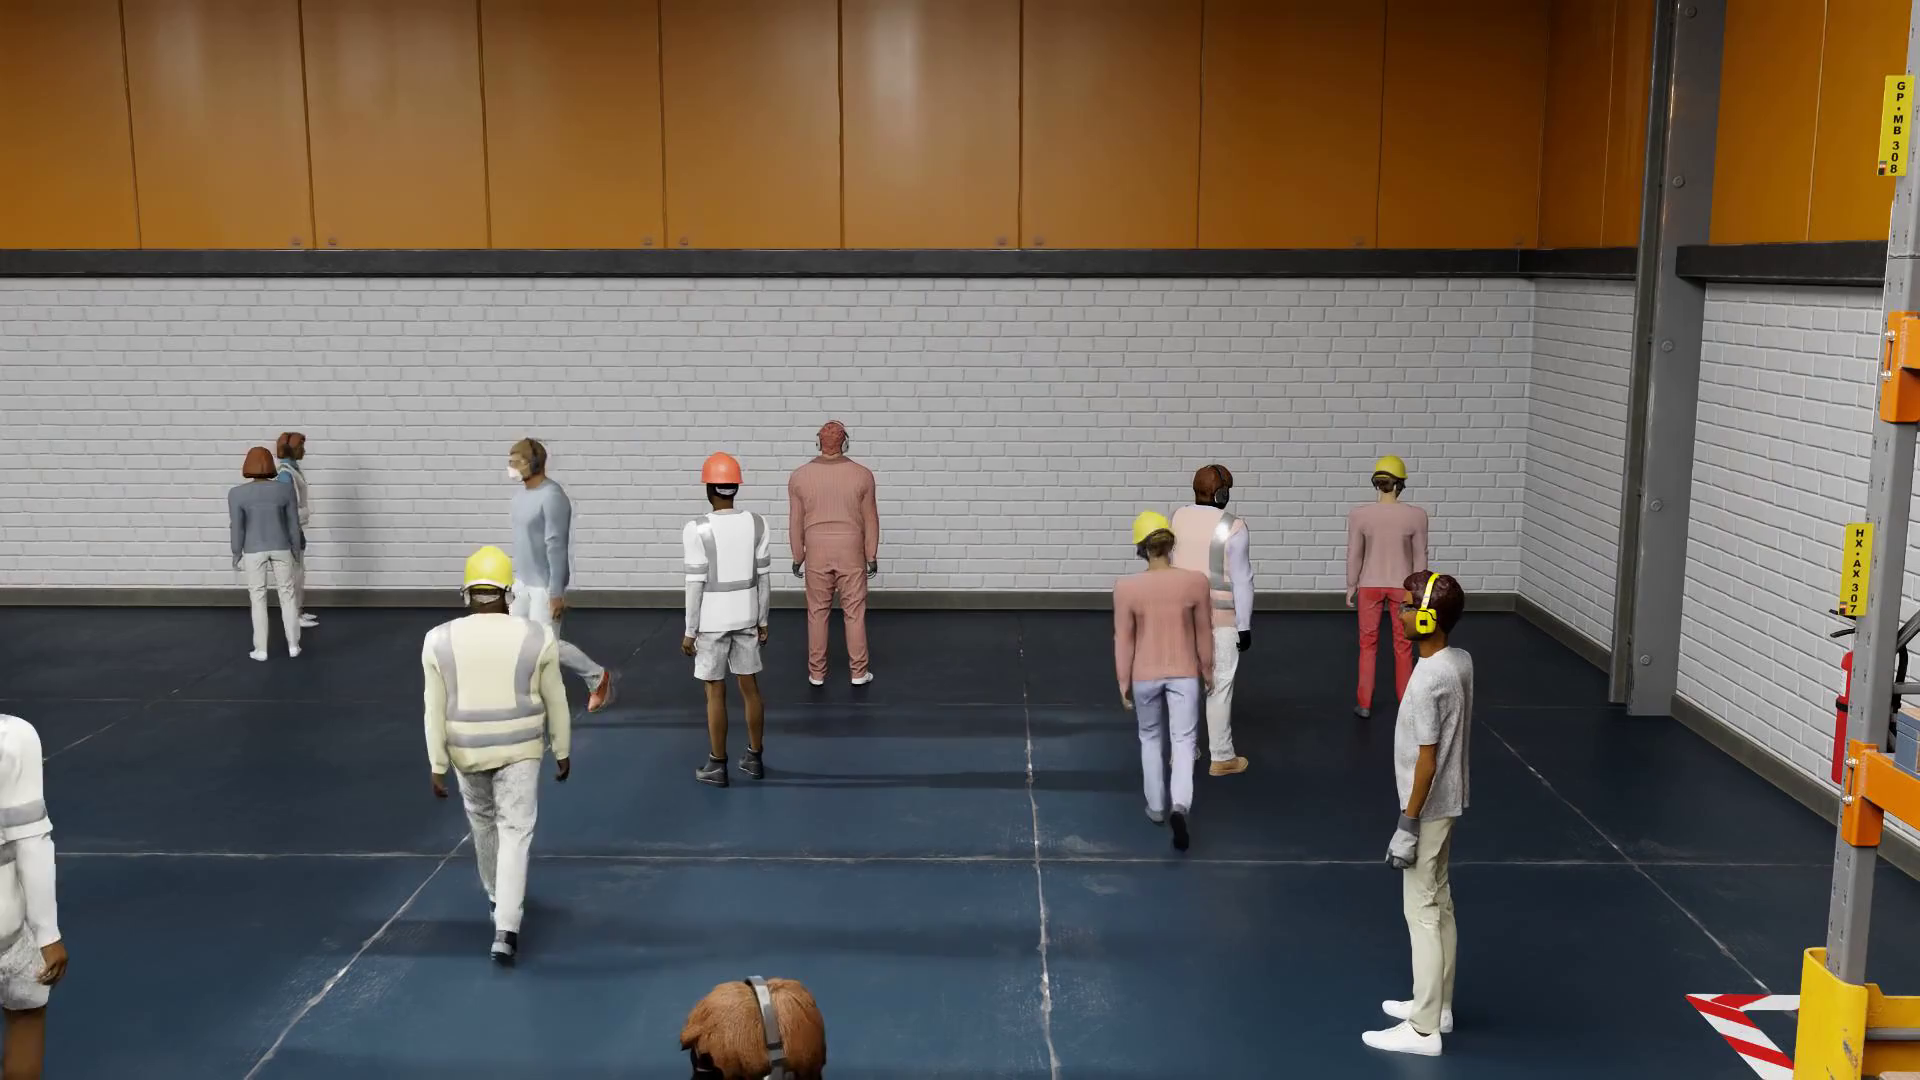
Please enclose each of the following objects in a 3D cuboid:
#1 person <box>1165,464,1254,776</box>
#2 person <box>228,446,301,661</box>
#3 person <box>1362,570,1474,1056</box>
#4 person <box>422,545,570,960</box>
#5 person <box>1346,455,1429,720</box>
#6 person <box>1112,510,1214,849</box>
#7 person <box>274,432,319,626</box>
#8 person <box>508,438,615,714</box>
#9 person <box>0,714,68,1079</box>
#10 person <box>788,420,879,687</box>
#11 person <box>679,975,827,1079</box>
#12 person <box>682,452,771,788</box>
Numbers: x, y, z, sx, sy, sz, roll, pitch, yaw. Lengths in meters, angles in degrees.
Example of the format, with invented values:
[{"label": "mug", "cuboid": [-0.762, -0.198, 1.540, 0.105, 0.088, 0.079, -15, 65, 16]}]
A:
[{"label": "person", "cuboid": [1.472, 0.467, 9.873, 0.633, 1.841, 0.429, 8, 13, 42]}, {"label": "person", "cuboid": [-5.284, 0.103, 12.671, 0.513, 1.632, 0.279, -6, 11, -32]}, {"label": "person", "cuboid": [1.771, 1.037, 6.373, 0.328, 1.872, 0.511, 5, 11, 29]}, {"label": "person", "cuboid": [-2.036, 0.917, 7.339, 0.606, 1.792, 0.920, -1, 10, -8]}, {"label": "person", "cuboid": [2.814, 0.321, 10.988, 0.523, 1.763, 0.329, 2, 10, 14]}, {"label": "person", "cuboid": [1.063, 0.723, 8.679, 0.550, 1.724, 0.763, 1, 10, 5]}, {"label": "person", "cuboid": [-5.539, -0.085, 13.832, 0.340, 1.625, 0.526, -3, 10, -16]}, {"label": "person", "cuboid": [-2.654, 0.283, 10.757, 0.672, 1.913, 0.633, -9, 13, -42]}, {"label": "person", "cuboid": [-3.098, 1.159, 5.172, 0.647, 2.022, 0.643, -2, 10, -12]}, {"label": "person", "cuboid": [-0.890, 0.104, 11.850, 0.640, 1.910, 0.407, 0, 9, 2]}, {"label": "person", "cuboid": [-0.306, 1.636, 2.909, 0.431, 1.836, 0.633, -5, 11, -27]}, {"label": "person", "cuboid": [-1.364, 0.459, 9.634, 0.552, 1.935, 0.365, -7, 12, -36]}]
